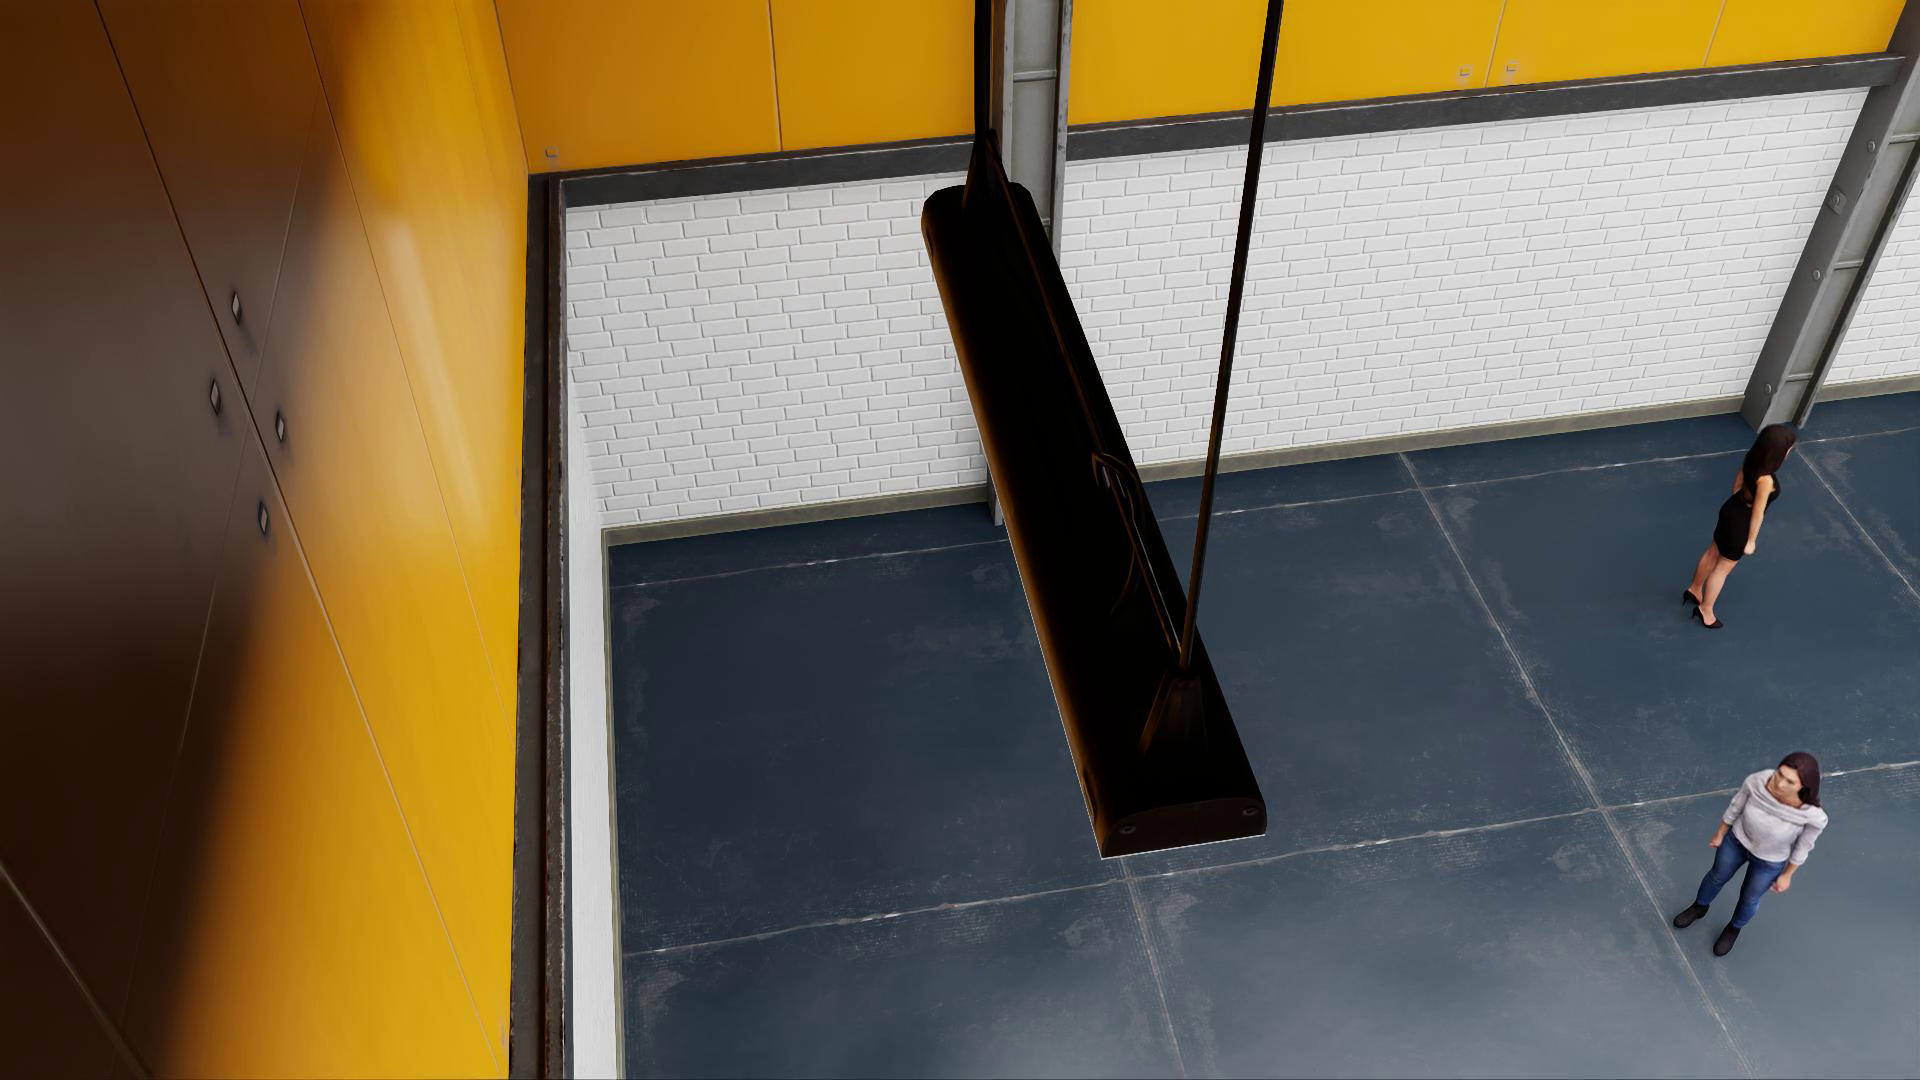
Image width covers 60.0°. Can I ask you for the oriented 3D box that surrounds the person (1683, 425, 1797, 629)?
[{"bbox_3d":[5.087,-0.103,10.890,0.554,1.650,0.608,3,44,3],"label":"person"}]

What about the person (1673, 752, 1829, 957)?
[{"bbox_3d":[4.322,1.683,9.029,0.687,1.631,0.682,-31,52,-29],"label":"person"}]
